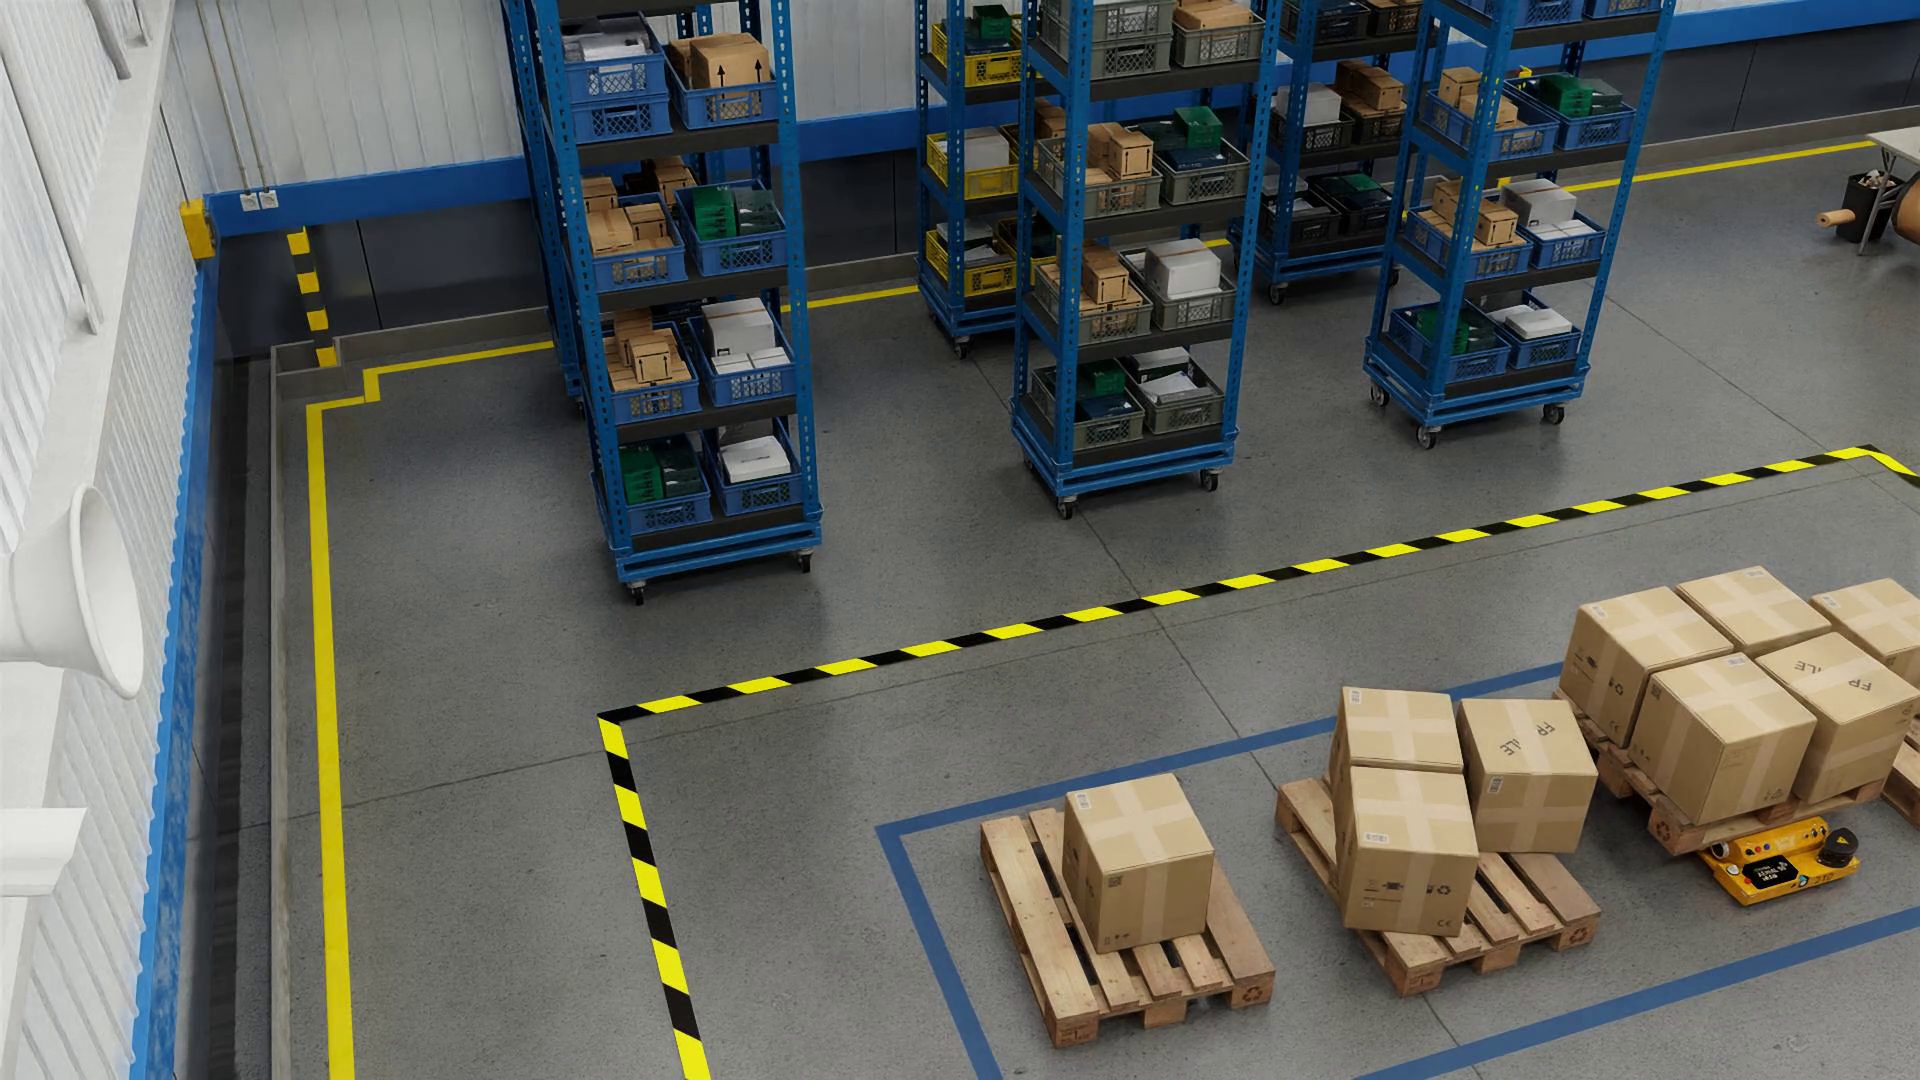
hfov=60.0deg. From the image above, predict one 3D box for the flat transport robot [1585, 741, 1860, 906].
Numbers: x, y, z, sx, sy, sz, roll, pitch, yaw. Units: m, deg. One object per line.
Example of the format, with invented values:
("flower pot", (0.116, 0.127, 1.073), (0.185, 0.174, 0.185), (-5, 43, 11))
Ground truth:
("flat transport robot", (3.738, 1.188, 8.347), (0.652, 0.197, 1.431), (-11, 37, -15))
